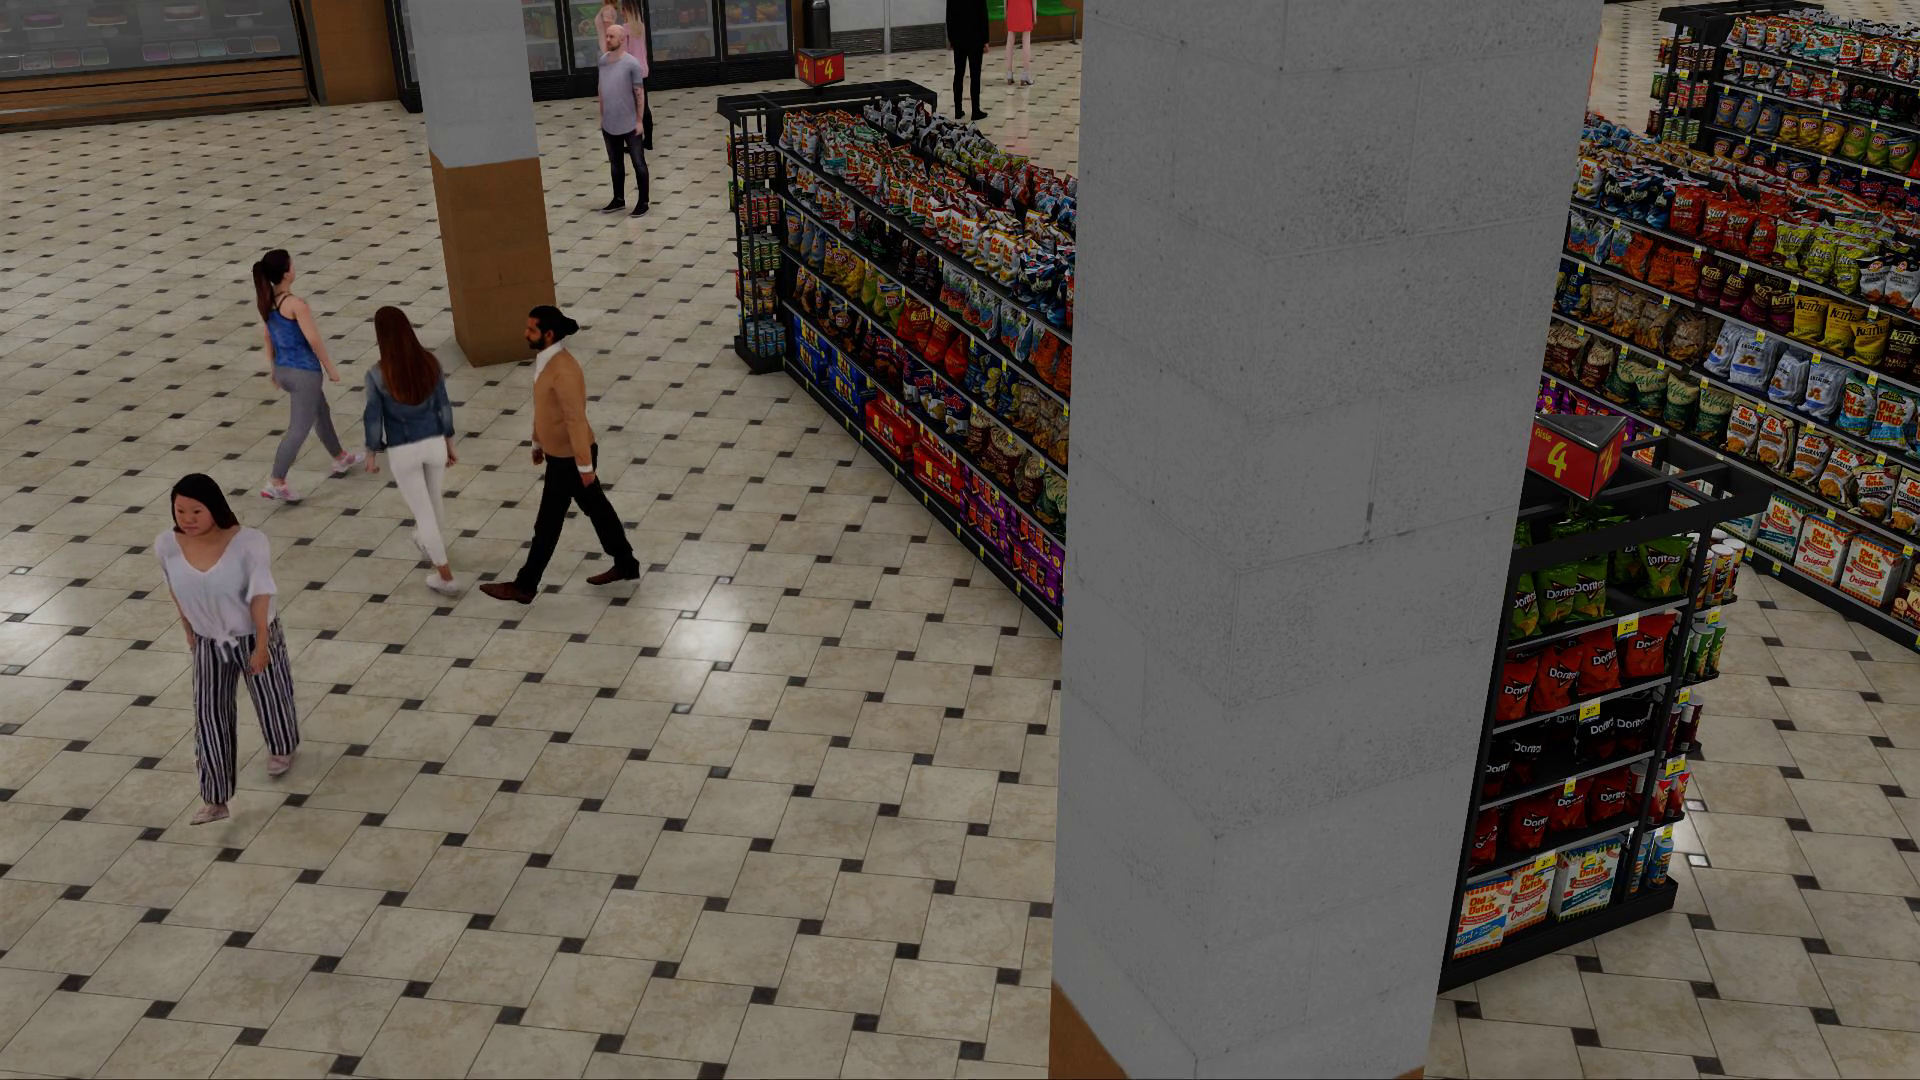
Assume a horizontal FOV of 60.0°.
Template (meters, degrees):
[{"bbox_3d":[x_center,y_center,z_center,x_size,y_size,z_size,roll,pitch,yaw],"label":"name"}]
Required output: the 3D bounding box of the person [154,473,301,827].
[{"bbox_3d":[-3.280,0.409,7.621,0.945,1.638,1.169,0,27,0],"label":"person"}]

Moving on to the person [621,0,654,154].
[{"bbox_3d":[-3.643,-5.203,18.633,0.728,1.688,0.687,12,29,23],"label":"person"}]

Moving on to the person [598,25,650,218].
[{"bbox_3d":[-3.319,-4.125,16.340,0.737,1.838,0.822,13,30,24],"label":"person"}]

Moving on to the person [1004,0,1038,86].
[{"bbox_3d":[0.783,-6.933,21.891,0.646,1.827,0.728,12,29,22],"label":"person"}]

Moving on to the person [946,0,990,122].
[{"bbox_3d":[0.093,-6.041,20.058,0.775,1.893,0.847,11,29,20],"label":"person"}]

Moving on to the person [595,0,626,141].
[{"bbox_3d":[-3.999,-5.553,19.165,0.695,1.830,0.559,-1,27,-2],"label":"person"}]

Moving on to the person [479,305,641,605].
[{"bbox_3d":[-2.095,-0.463,9.266,0.771,1.705,1.080,-10,29,-20],"label":"person"}]

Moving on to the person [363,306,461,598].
[{"bbox_3d":[-2.997,-0.456,9.285,0.824,1.675,1.015,-23,35,-37],"label":"person"}]

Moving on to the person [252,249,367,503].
[{"bbox_3d":[-4.214,-0.998,10.465,1.085,1.576,0.992,16,31,29],"label":"person"}]
